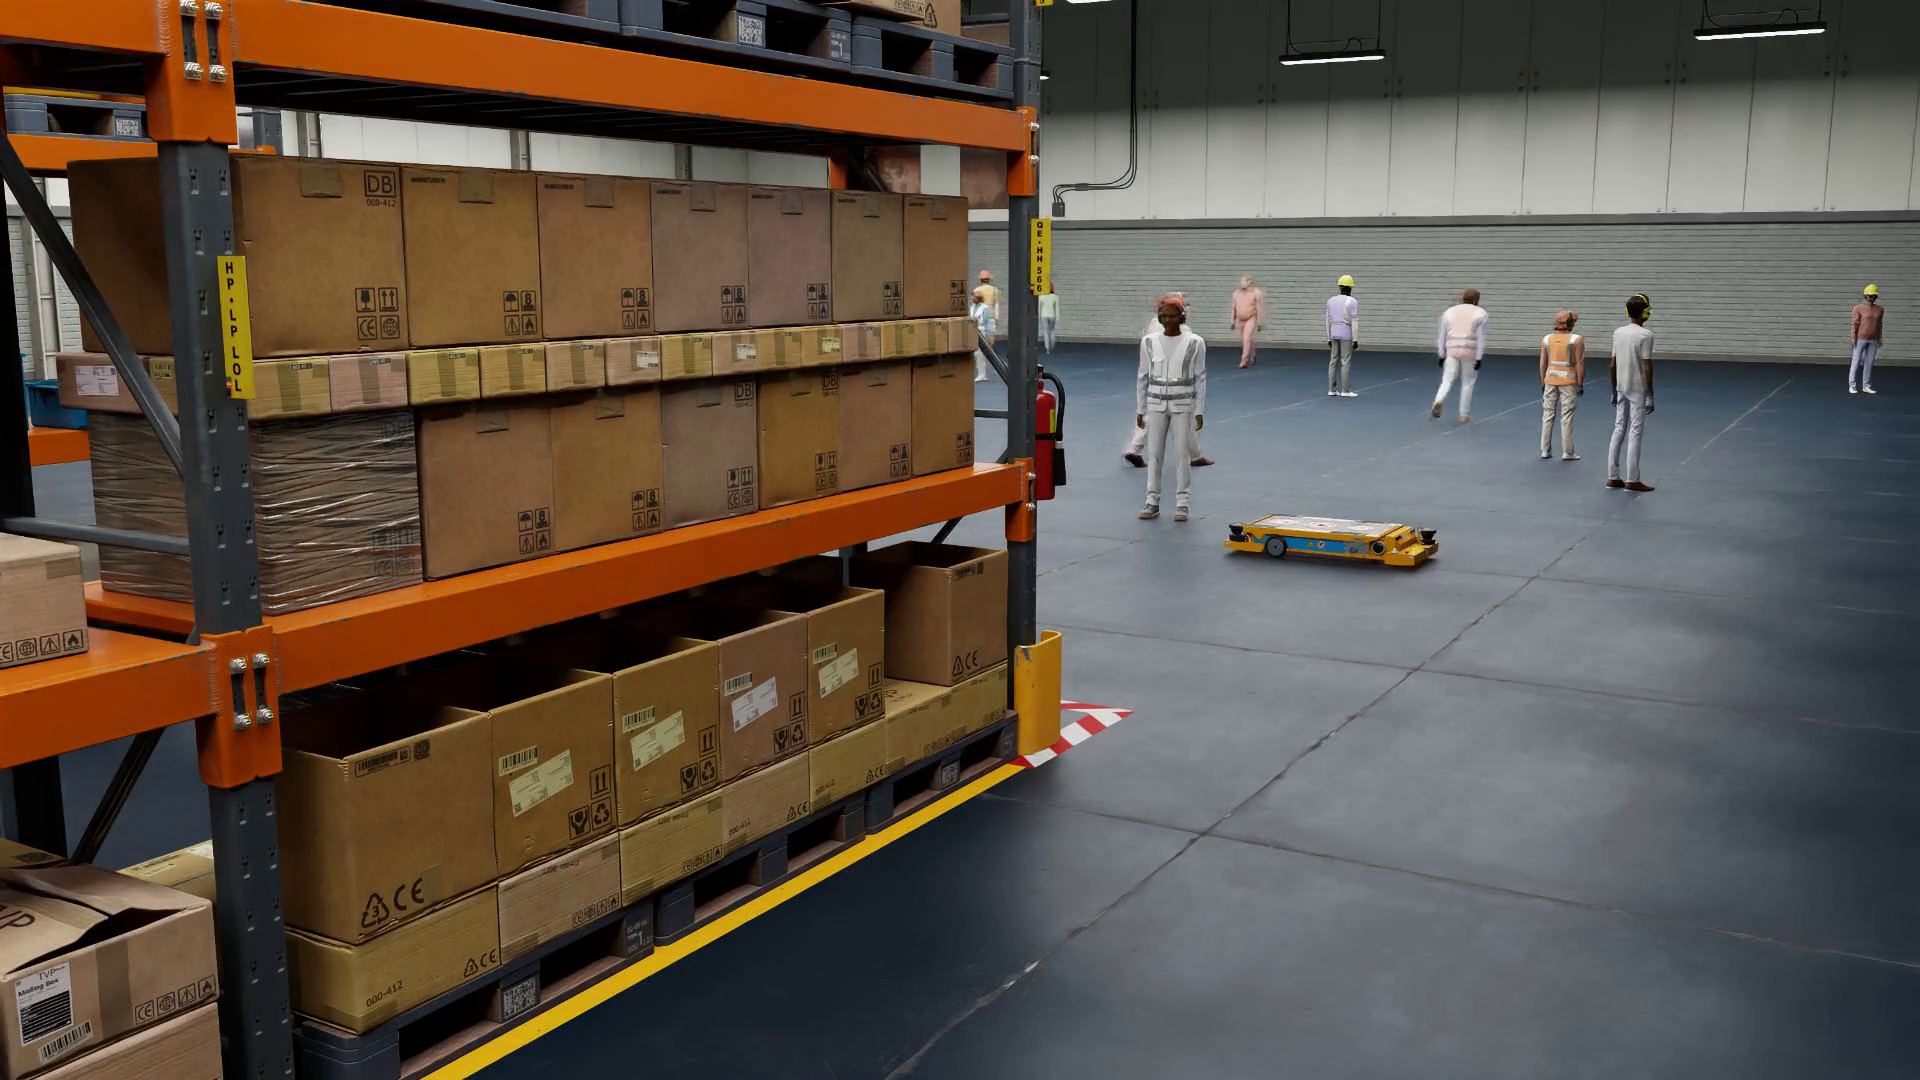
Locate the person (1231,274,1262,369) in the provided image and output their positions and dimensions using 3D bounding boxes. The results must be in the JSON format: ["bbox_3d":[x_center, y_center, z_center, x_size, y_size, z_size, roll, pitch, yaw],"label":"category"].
[{"bbox_3d":[5.742,-4.361,33.142,0.657,1.883,0.751,9,13,41],"label":"person"}]

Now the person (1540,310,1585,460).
[{"bbox_3d":[6.588,-1.690,18.210,0.312,1.638,0.512,-9,13,-41],"label":"person"}]

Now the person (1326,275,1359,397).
[{"bbox_3d":[6.069,-3.227,26.362,0.368,1.927,0.589,-8,13,-39],"label":"person"}]

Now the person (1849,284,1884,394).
[{"bbox_3d":[14.728,-3.255,27.001,0.533,1.768,0.310,-1,10,-5],"label":"person"}]

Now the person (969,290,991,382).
[{"bbox_3d":[0.301,-3.594,29.383,0.505,1.618,0.552,-6,11,-32],"label":"person"}]

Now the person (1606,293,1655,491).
[{"bbox_3d":[6.402,-1.397,15.803,0.323,1.876,0.528,-4,10,-22],"label":"person"}]

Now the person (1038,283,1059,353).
[{"bbox_3d":[2.033,-5.150,38.582,0.501,1.600,0.735,-1,10,-3],"label":"person"}]

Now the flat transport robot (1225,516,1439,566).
[{"bbox_3d":[2.767,-0.015,12.398,1.431,0.197,0.652,6,11,30],"label":"flat transport robot"}]

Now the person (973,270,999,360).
[{"bbox_3d":[0.545,-4.794,35.532,0.563,1.927,0.423,-2,10,-14],"label":"person"}]

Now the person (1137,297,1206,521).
[{"bbox_3d":[1.775,-1.102,14.047,0.584,1.883,0.339,4,10,21],"label":"person"}]

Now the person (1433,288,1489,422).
[{"bbox_3d":[6.671,-2.453,22.184,0.648,1.813,0.726,8,12,38],"label":"person"}]

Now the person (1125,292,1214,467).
[{"bbox_3d":[2.199,-1.683,17.523,0.975,1.865,0.640,-6,11,-30],"label":"person"}]
